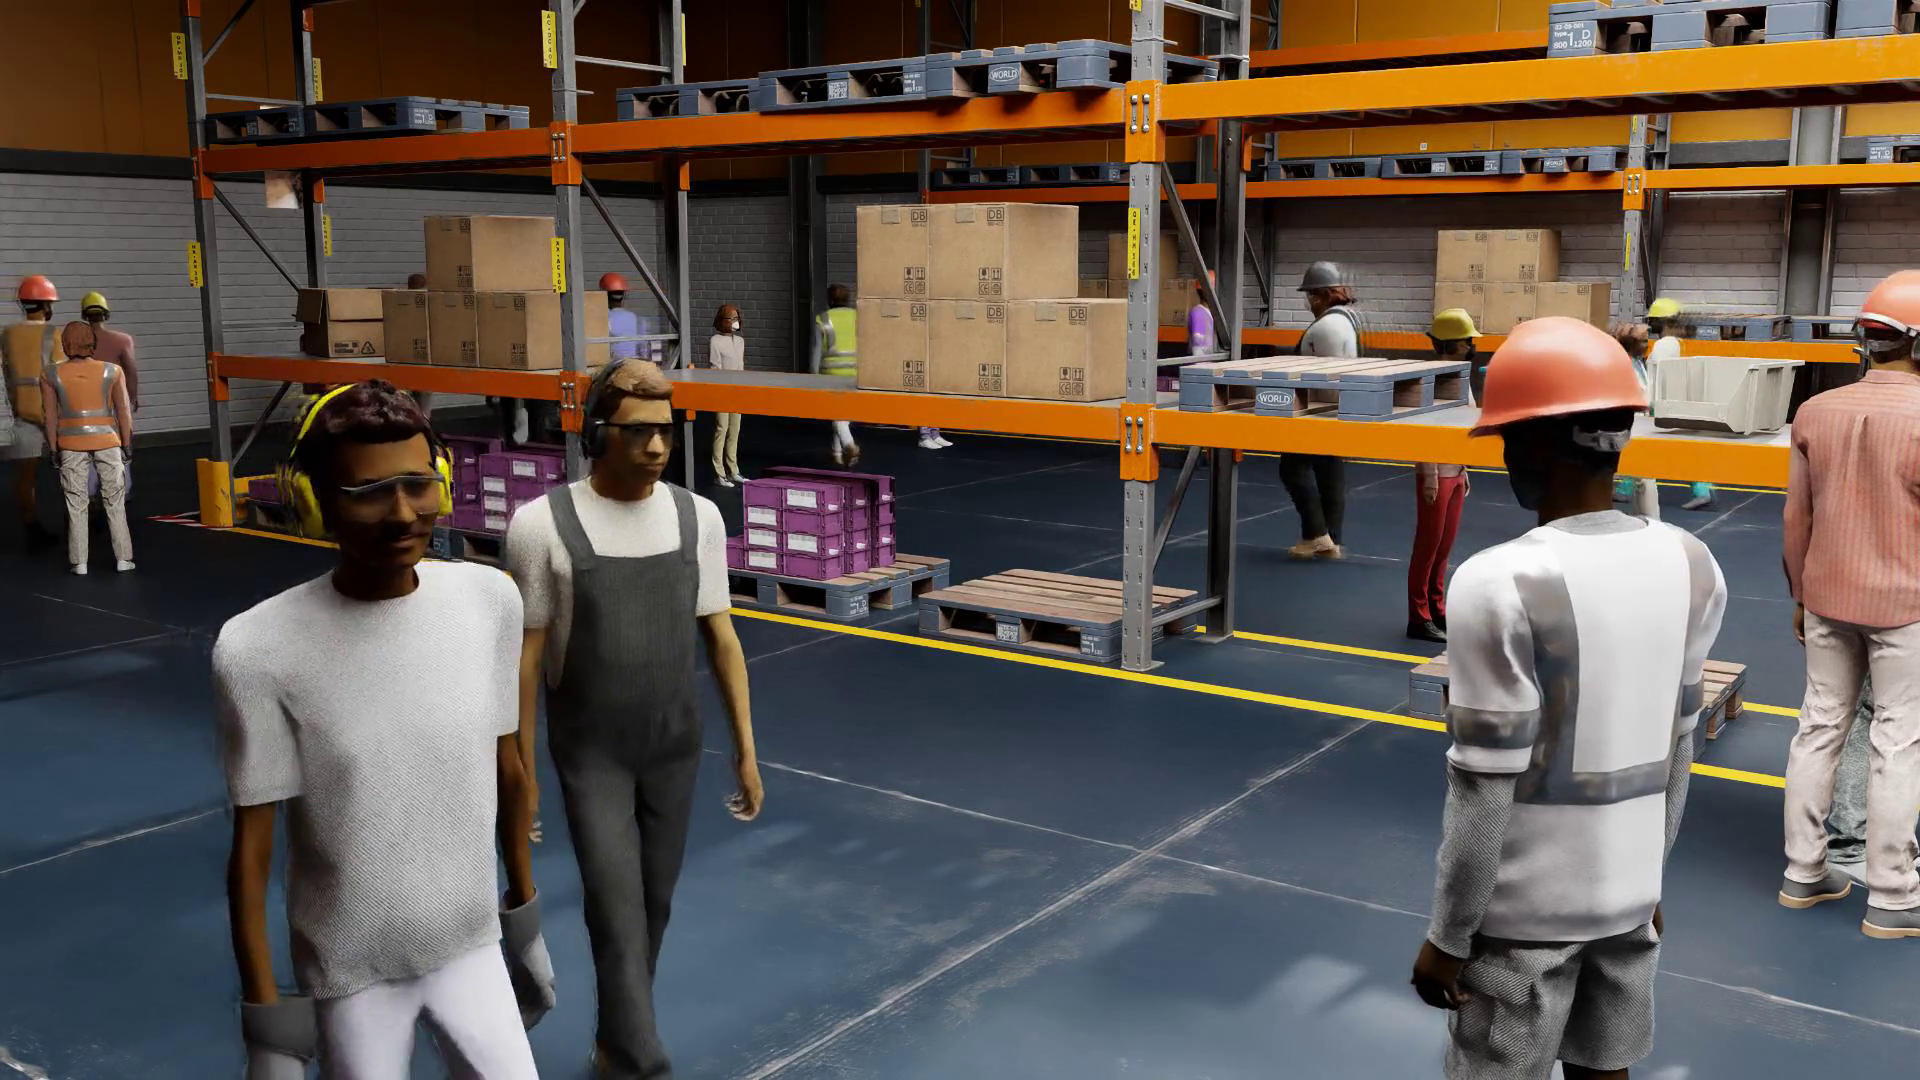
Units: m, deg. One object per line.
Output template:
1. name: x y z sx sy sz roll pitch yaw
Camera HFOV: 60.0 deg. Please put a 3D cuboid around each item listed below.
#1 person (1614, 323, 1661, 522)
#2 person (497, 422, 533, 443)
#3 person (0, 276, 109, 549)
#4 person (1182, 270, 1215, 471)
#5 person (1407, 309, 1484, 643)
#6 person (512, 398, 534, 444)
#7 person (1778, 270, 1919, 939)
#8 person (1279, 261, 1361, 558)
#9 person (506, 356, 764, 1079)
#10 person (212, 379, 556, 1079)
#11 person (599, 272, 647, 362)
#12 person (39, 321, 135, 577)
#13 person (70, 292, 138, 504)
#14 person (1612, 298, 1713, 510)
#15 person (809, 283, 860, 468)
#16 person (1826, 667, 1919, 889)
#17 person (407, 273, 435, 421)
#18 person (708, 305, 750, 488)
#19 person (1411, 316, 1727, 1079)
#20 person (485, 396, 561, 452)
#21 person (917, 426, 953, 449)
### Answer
1. person: 4.644 -0.735 11.728 0.846 1.598 0.529 8 13 40
2. person: -4.284 -1.668 16.310 1.043 1.928 0.623 5 11 28
3. person: -6.500 -0.927 11.947 0.570 1.905 0.875 1 10 6
4. person: 2.377 -1.632 16.068 0.366 1.937 0.547 4 10 23
5. person: 2.607 -0.347 8.914 0.304 1.770 0.533 7 12 36
6. person: -3.782 -1.314 14.247 0.414 1.906 0.599 -3 10 -19
7. person: 2.775 0.194 5.019 0.376 1.995 0.609 -5 11 -27
8. person: 2.422 -0.871 11.226 0.538 2.000 0.714 4 10 22
9. person: -0.699 0.501 3.734 0.535 1.809 0.795 -7 12 -36
10. person: -0.851 0.675 2.583 0.550 1.851 0.439 -9 13 -42
11. person: -3.048 -1.390 14.679 0.547 1.925 0.395 -9 13 -44
12. person: -5.591 -0.580 10.688 0.512 1.641 0.307 -5 11 -28
13. person: -7.132 -1.169 13.837 0.528 1.768 0.337 -4 10 -21
14. person: 5.763 -1.110 13.611 0.915 1.722 0.527 5 11 30
15. person: -1.167 -1.611 16.320 0.632 1.818 0.837 -6 11 -32
16. person: 3.053 0.258 5.389 0.312 1.741 0.494 7 12 35
17. person: -5.778 -1.906 17.830 0.681 1.888 0.438 4 10 20
18. person: -2.073 -1.294 14.954 0.280 1.633 0.502 5 11 25
19. person: 0.999 0.591 2.849 0.543 1.932 0.365 -5 11 -28
20. person: -3.701 -1.329 14.168 0.662 1.967 0.630 -5 11 -27
21. person: -0.268 -1.933 17.979 0.404 1.900 0.640 3 10 16
